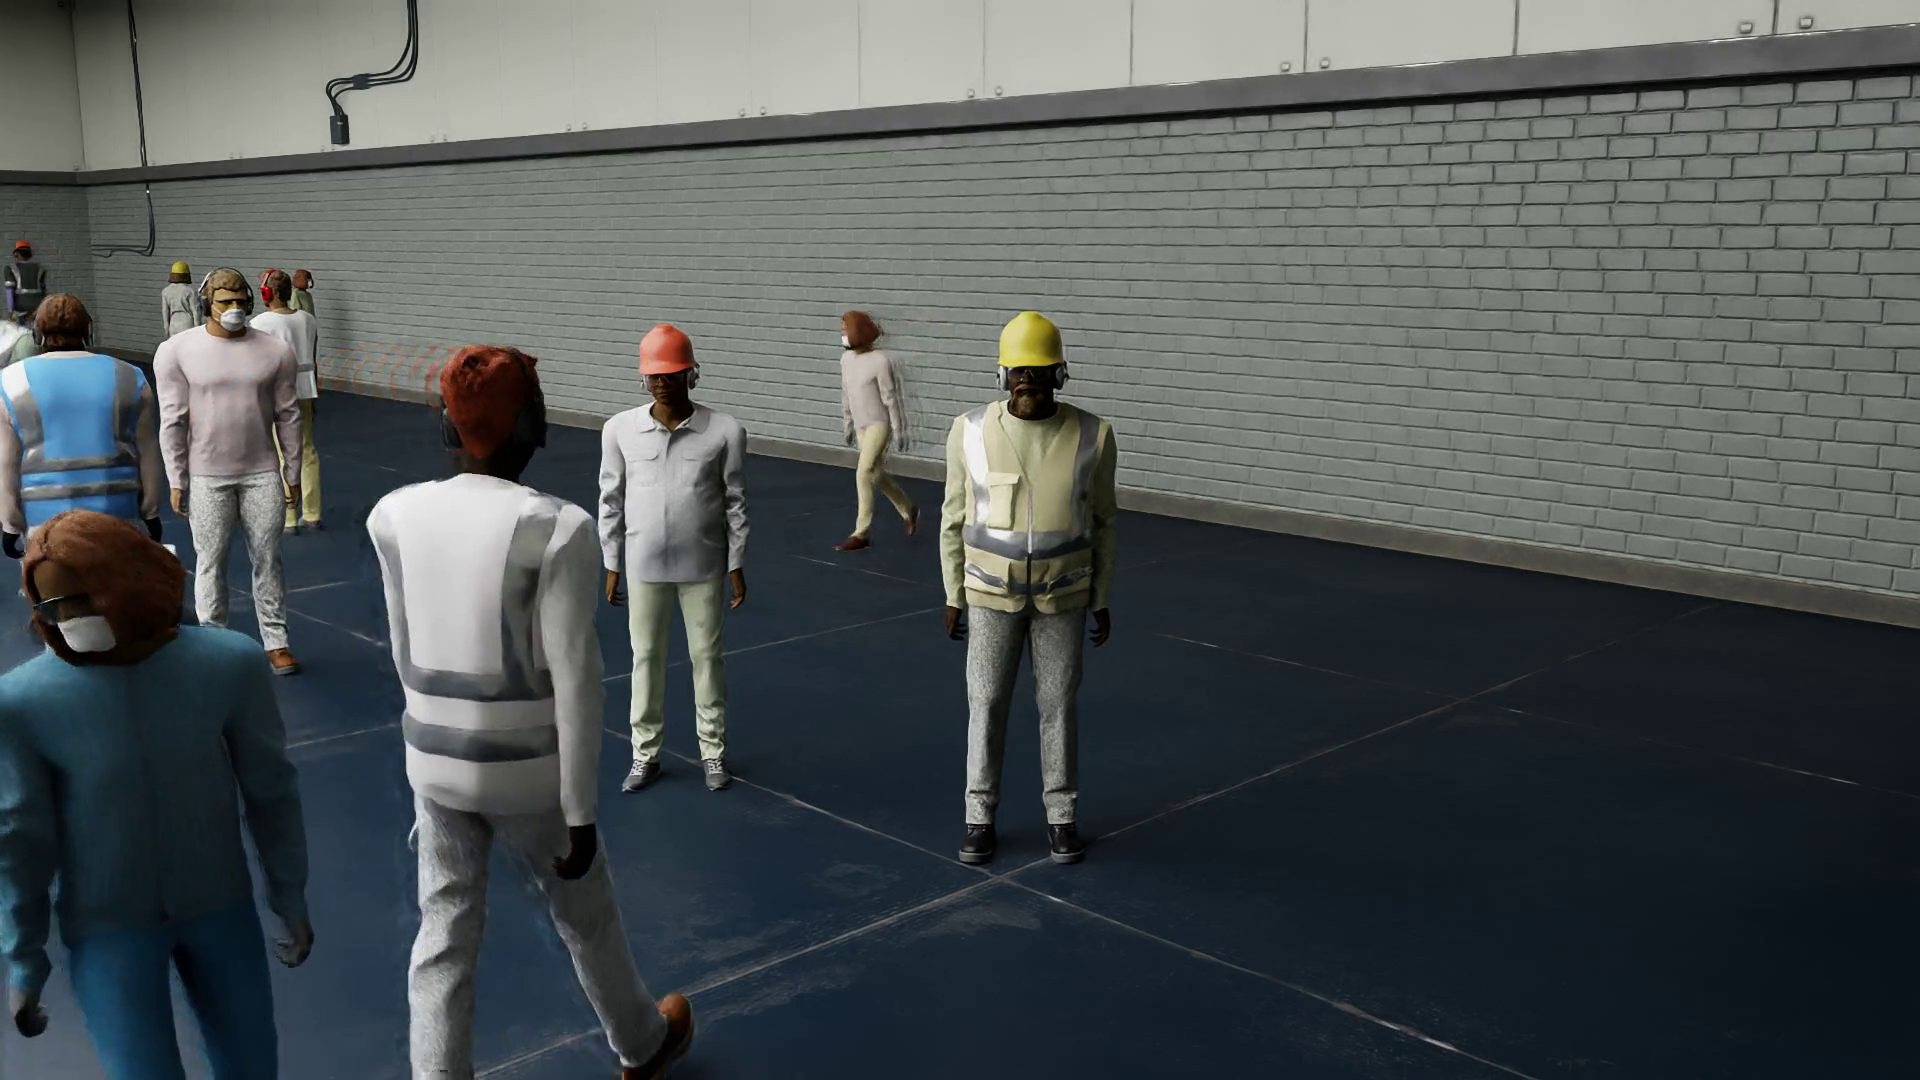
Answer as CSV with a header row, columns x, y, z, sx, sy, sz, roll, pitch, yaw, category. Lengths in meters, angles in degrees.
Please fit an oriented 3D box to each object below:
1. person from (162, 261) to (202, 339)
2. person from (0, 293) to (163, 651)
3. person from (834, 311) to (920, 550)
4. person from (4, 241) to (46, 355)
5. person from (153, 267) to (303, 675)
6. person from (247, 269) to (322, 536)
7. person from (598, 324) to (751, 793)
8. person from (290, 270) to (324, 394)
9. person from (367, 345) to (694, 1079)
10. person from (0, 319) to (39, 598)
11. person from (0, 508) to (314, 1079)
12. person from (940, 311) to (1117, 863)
x,y,z,sx,sy,sz,roll,pitch,yaw,category
-9.943,-2.690,21.325,0.492,1.742,0.324,1,10,7,person
-3.660,-0.099,6.931,0.634,1.841,0.429,-7,13,-35,person
-0.540,-0.750,11.164,0.739,1.591,0.547,-8,13,-36,person
-14.182,-3.526,25.232,0.926,1.980,0.622,9,14,40,person
-3.388,-0.300,7.789,0.625,1.933,0.375,-7,13,-34,person
-4.664,-0.946,11.532,0.389,1.846,0.566,4,11,21,person
-1.066,0.075,6.216,0.568,1.751,0.329,-1,10,-4,person
-8.502,-2.687,21.604,0.278,1.634,0.498,0,10,2,person
-0.961,0.487,3.729,0.586,1.839,0.955,3,11,18,person
-5.511,-0.608,9.448,0.617,1.945,0.421,0,10,0,person
-1.476,0.722,3.076,0.527,1.597,0.349,-8,13,-38,person
0.225,0.167,5.504,0.586,1.833,0.403,0,10,1,person
